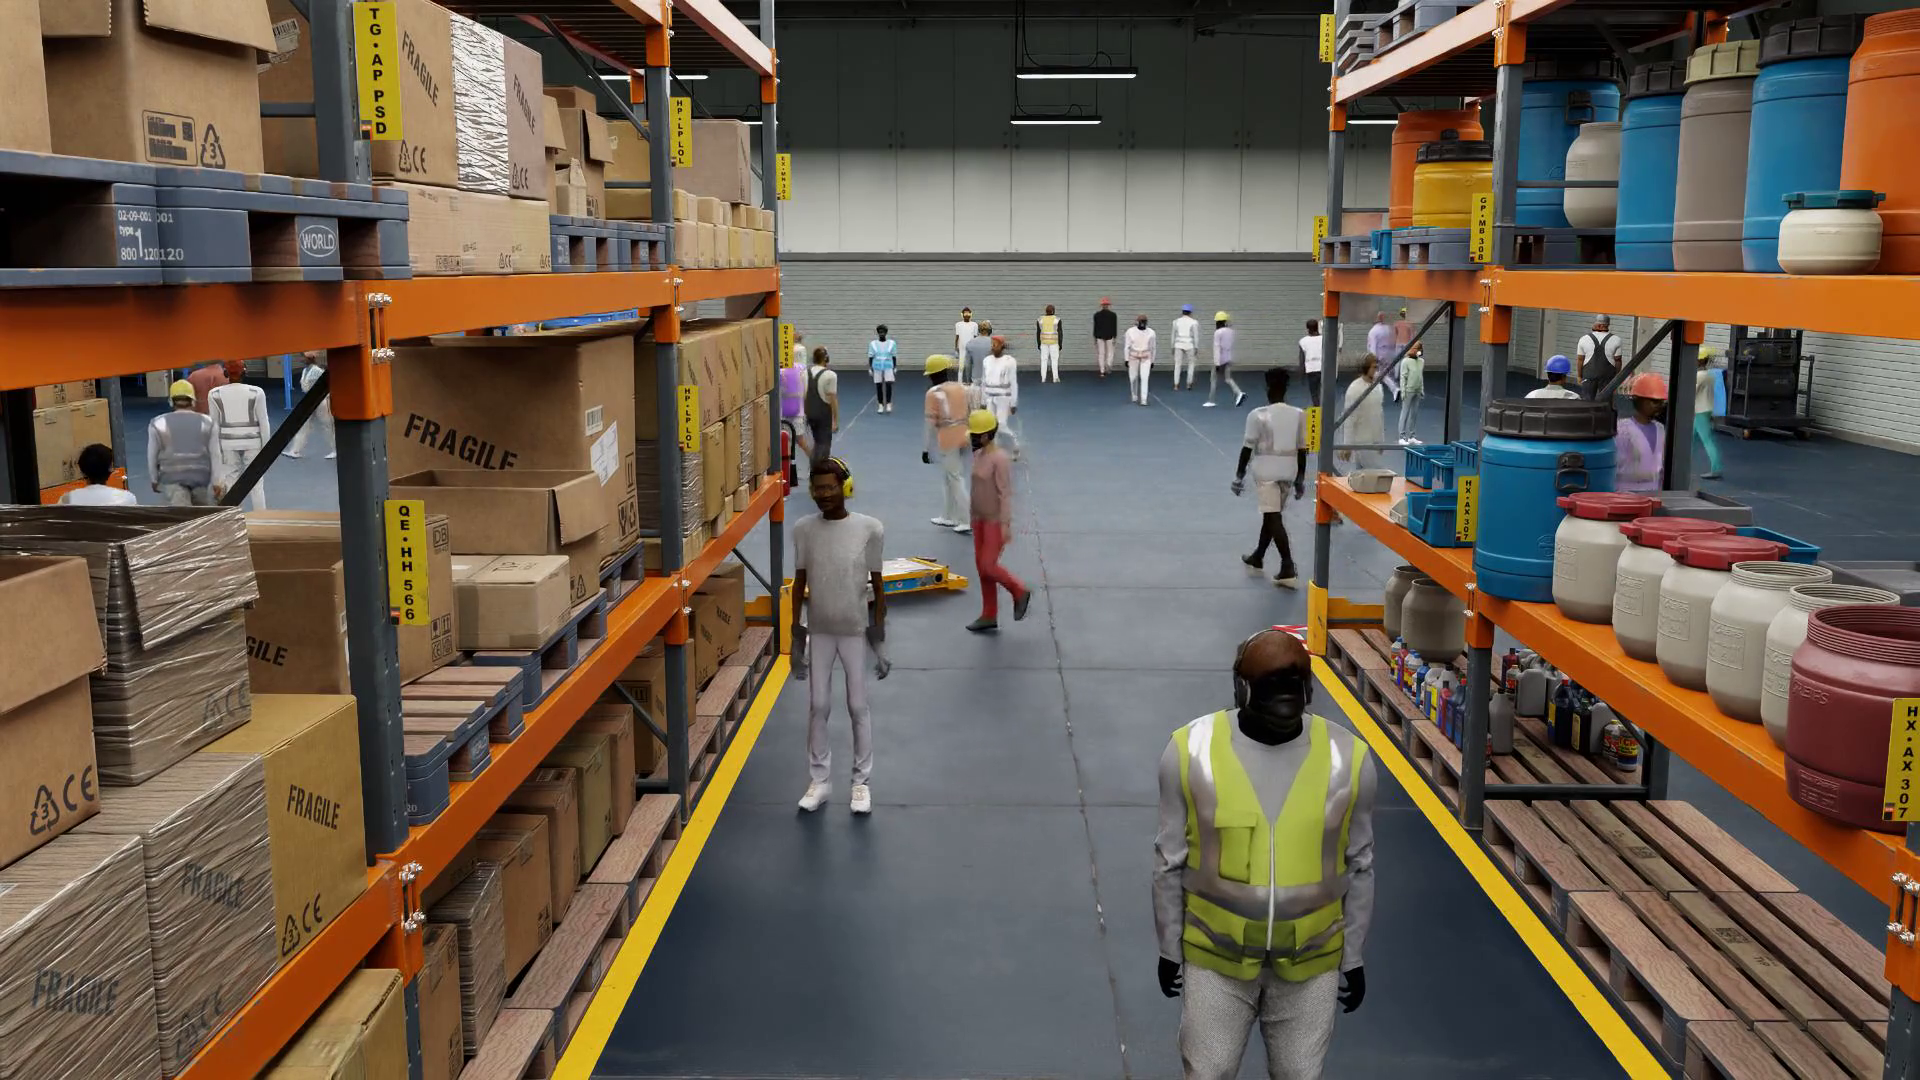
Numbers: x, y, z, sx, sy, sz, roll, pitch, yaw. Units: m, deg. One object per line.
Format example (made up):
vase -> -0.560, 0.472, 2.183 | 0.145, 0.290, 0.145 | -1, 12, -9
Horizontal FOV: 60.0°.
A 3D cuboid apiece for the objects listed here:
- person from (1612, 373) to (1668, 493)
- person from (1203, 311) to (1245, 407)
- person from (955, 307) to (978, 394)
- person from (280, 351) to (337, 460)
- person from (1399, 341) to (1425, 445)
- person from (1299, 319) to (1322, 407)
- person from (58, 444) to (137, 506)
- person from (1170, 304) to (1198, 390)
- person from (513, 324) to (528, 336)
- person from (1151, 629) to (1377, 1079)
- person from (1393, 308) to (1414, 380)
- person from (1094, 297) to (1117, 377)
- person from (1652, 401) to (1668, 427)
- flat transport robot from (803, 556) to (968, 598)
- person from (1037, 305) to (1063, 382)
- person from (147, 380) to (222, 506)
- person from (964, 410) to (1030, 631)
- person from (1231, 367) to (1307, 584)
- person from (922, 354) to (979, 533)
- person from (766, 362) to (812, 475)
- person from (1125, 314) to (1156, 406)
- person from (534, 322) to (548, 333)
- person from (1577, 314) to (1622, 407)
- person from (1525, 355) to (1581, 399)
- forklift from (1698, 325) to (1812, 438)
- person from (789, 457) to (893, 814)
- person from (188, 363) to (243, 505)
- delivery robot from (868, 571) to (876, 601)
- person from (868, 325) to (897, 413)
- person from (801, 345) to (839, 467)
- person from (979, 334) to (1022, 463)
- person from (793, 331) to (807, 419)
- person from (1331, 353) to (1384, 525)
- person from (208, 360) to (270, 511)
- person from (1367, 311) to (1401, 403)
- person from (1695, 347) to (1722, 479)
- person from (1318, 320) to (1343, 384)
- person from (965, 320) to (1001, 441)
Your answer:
person -> 5.128, -0.251, 12.594 | 0.650, 2.023, 0.469 | -6, 11, -33
person -> 5.213, -3.557, 32.783 | 0.593, 1.905, 0.855 | -9, 13, -43
person -> 0.139, -4.144, 36.411 | 0.514, 1.862, 0.328 | 0, 9, 0
person -> -9.394, -1.944, 24.026 | 0.536, 1.592, 0.872 | 9, 13, 42
person -> 7.102, -2.311, 26.105 | 0.509, 1.631, 0.266 | -6, 11, -33
person -> 6.225, -2.920, 29.062 | 0.631, 1.874, 0.584 | 1, 10, 8
person -> -5.686, 0.183, 11.083 | 0.550, 1.646, 0.860 | 0, 9, -2
person -> 5.069, -4.361, 37.543 | 0.646, 1.920, 0.491 | 3, 10, 19
person -> -6.869, -2.516, 26.581 | 0.489, 1.879, 0.690 | -7, 12, -34
person -> 0.853, 1.158, 4.700 | 0.625, 1.847, 0.429 | 1, 10, 4
person -> 10.757, -4.747, 40.324 | 0.522, 1.761, 0.322 | 6, 11, 33
person -> 3.654, -5.105, 41.808 | 0.613, 1.975, 0.523 | 3, 10, 15
person -> 6.353, -0.460, 14.962 | 0.861, 1.659, 0.535 | 6, 11, 32
flat transport robot -> -0.701, 0.339, 14.435 | 1.431, 0.197, 0.652 | -6, 11, -33
person -> 2.151, -4.699, 39.784 | 0.629, 1.842, 0.429 | 3, 10, 17
person -> -7.118, -0.573, 15.259 | 0.598, 1.776, 0.941 | -6, 11, -32
person -> 0.262, -0.141, 12.776 | 0.515, 1.733, 0.595 | -5, 11, -27
person -> 2.809, -0.589, 14.951 | 0.620, 1.915, 1.005 | -4, 10, -24
person -> -0.119, -1.024, 17.661 | 0.831, 1.876, 0.603 | 8, 12, 40
person -> -2.181, -1.661, 21.503 | 0.922, 1.877, 0.589 | 8, 12, 40
person -> 3.637, -3.648, 33.562 | 0.629, 1.820, 0.775 | 1, 10, 6
person -> -7.205, -2.877, 28.977 | 1.015, 1.818, 0.538 | 1, 10, 8
person -> 10.447, -2.676, 27.203 | 0.687, 2.000, 0.535 | 4, 10, 23
person -> 5.824, -0.839, 16.348 | 0.604, 1.949, 0.384 | 9, 13, 43
forklift -> 13.248, -3.165, 27.620 | 1.129, 2.768, 1.873 | 0, 9, 1
person -> -0.622, 0.495, 8.651 | 0.564, 1.860, 0.334 | 2, 10, 11
person -> -8.630, -1.348, 19.345 | 0.625, 1.974, 0.772 | -2, 10, -10
delivery robot -> -0.875, 0.309, 13.486 | 0.477, 0.478, 0.707 | -2, 10, -14
person -> -1.470, -3.211, 31.384 | 0.543, 1.671, 0.702 | 0, 9, 1
person -> -1.739, -1.518, 20.808 | 0.558, 1.813, 0.566 | 5, 11, 28
person -> 0.569, -1.937, 23.172 | 0.582, 1.868, 0.514 | 9, 13, 42
person -> -3.033, -2.985, 30.197 | 0.733, 1.609, 0.519 | -7, 12, -36
person -> 4.310, -1.069, 17.887 | 0.976, 1.901, 0.639 | 8, 12, 38
person -> -7.463, -0.962, 17.275 | 0.574, 1.884, 0.356 | -3, 10, -15
person -> 8.499, -3.686, 33.606 | 0.636, 1.882, 0.817 | -8, 12, -39
person -> 9.748, -1.690, 22.087 | 0.540, 1.716, 0.926 | -9, 13, -44
person -> 8.727, -4.607, 39.266 | 0.600, 1.830, 0.403 | 1, 10, 5
person -> 0.394, -2.557, 26.666 | 0.635, 1.937, 0.352 | 4, 10, 21
